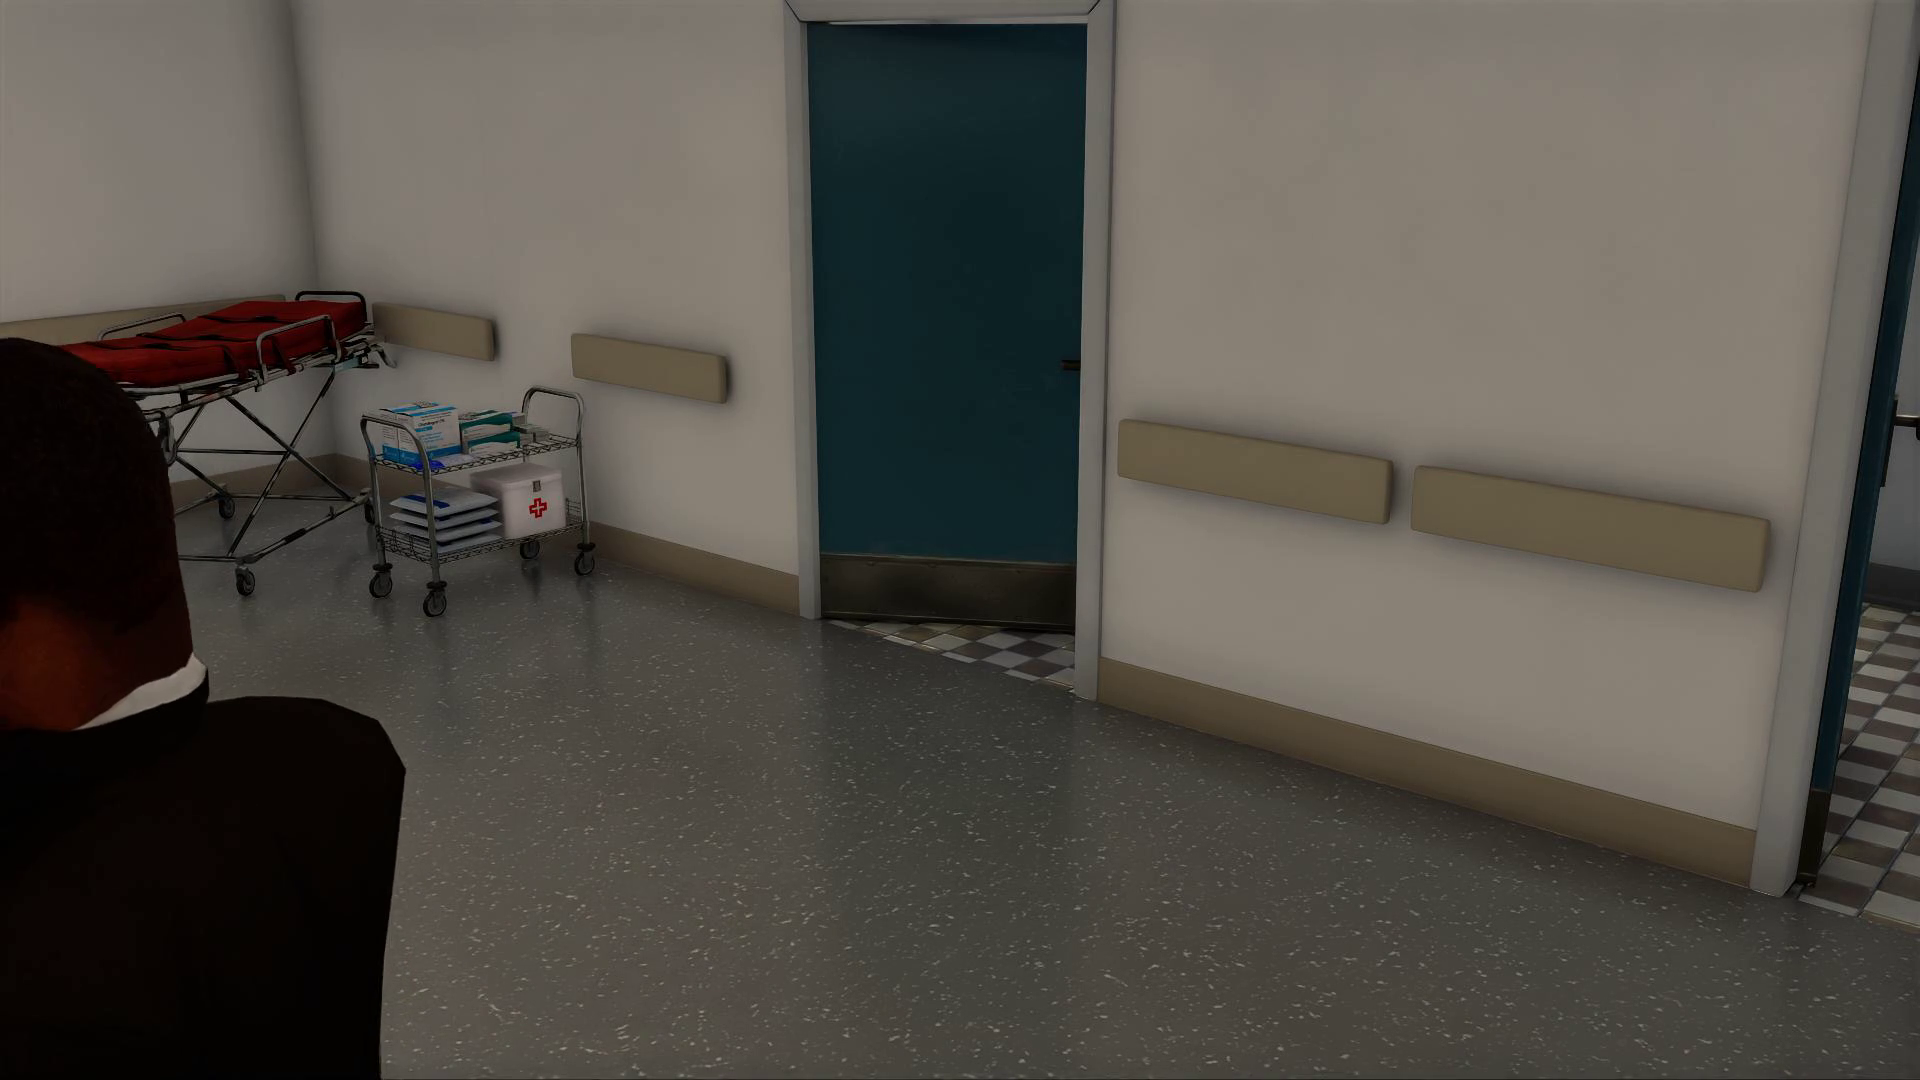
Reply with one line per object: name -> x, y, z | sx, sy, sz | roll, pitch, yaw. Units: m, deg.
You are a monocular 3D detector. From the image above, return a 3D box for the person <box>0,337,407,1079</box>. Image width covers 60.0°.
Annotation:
person -> -0.546, 0.787, 1.260 | 0.843, 1.903, 0.801 | 0, 16, 0
